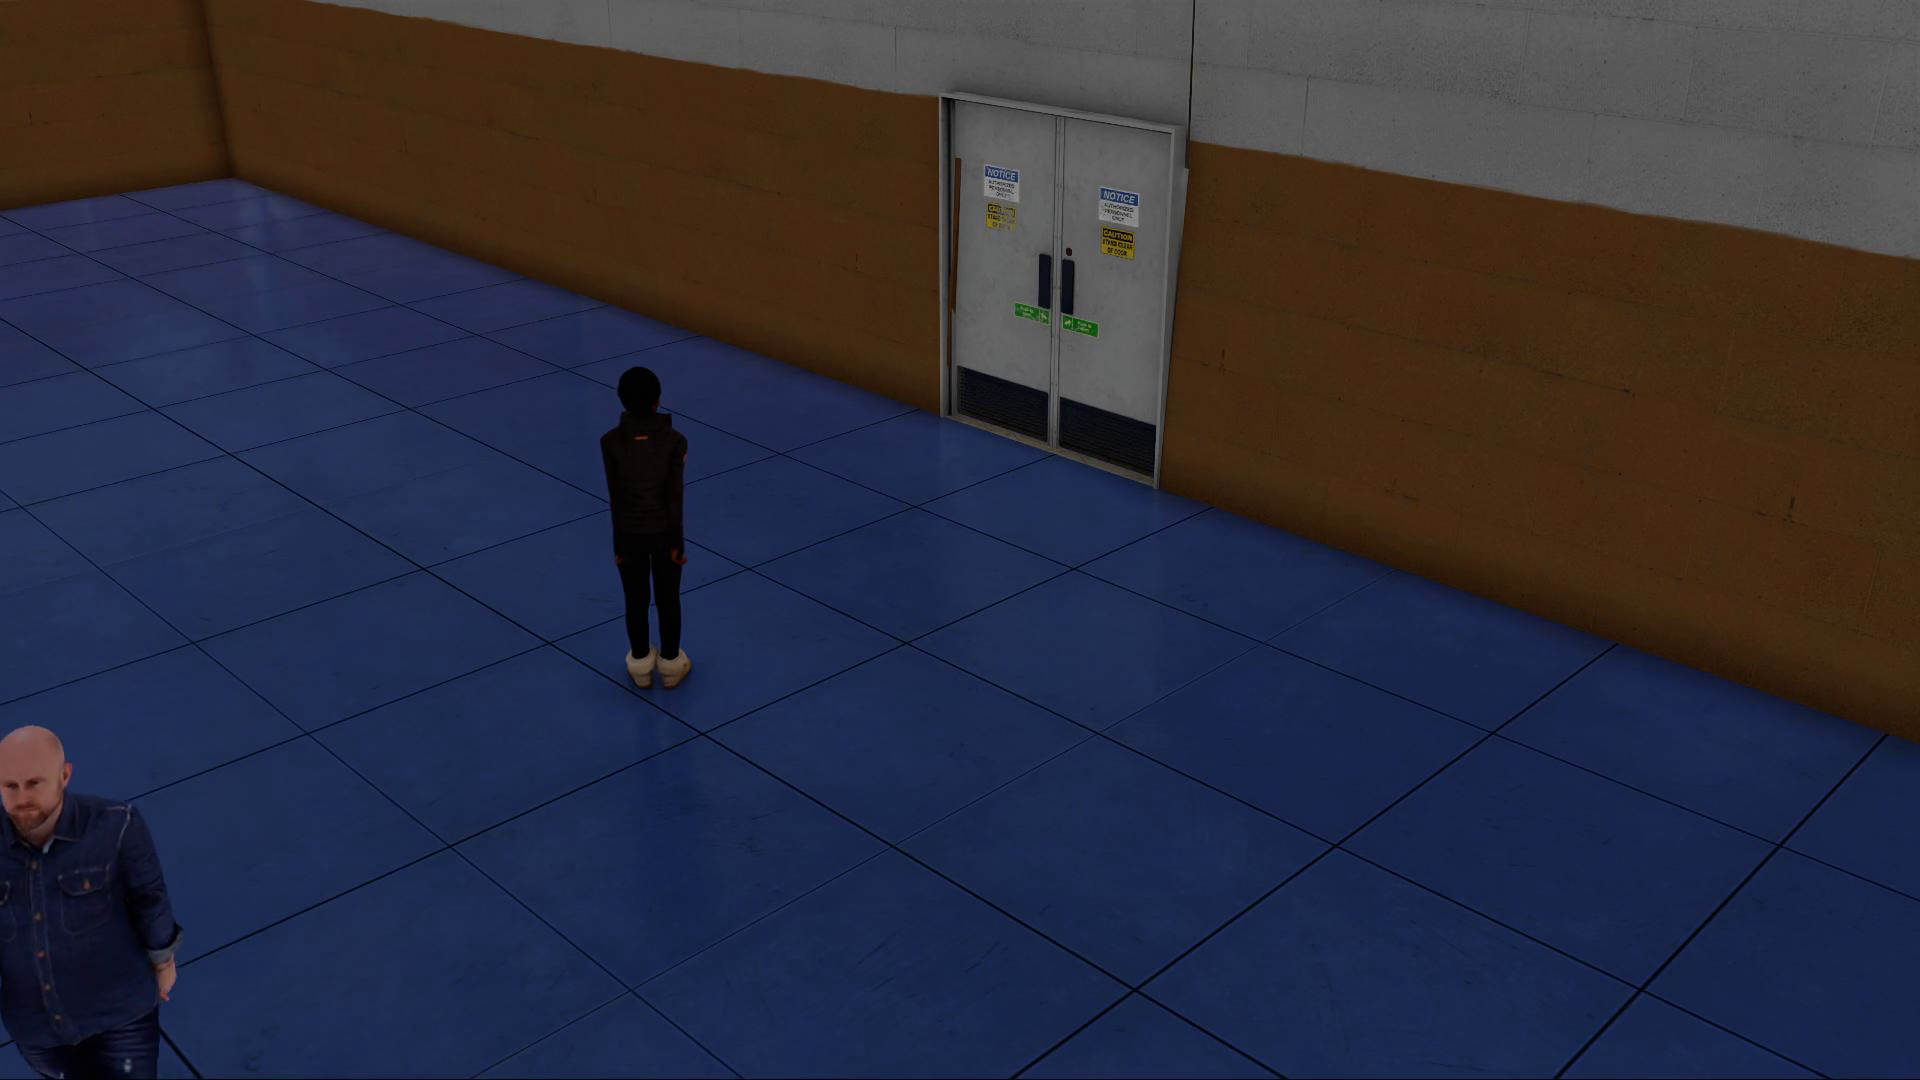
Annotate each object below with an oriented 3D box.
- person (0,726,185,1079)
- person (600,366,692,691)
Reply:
[{"bbox_3d":[-2.521,1.319,4.792,1.239,1.781,1.209,-4,24,-9],"label":"person"},{"bbox_3d":[-1.499,-0.025,8.016,0.766,1.659,0.705,15,28,31],"label":"person"}]
